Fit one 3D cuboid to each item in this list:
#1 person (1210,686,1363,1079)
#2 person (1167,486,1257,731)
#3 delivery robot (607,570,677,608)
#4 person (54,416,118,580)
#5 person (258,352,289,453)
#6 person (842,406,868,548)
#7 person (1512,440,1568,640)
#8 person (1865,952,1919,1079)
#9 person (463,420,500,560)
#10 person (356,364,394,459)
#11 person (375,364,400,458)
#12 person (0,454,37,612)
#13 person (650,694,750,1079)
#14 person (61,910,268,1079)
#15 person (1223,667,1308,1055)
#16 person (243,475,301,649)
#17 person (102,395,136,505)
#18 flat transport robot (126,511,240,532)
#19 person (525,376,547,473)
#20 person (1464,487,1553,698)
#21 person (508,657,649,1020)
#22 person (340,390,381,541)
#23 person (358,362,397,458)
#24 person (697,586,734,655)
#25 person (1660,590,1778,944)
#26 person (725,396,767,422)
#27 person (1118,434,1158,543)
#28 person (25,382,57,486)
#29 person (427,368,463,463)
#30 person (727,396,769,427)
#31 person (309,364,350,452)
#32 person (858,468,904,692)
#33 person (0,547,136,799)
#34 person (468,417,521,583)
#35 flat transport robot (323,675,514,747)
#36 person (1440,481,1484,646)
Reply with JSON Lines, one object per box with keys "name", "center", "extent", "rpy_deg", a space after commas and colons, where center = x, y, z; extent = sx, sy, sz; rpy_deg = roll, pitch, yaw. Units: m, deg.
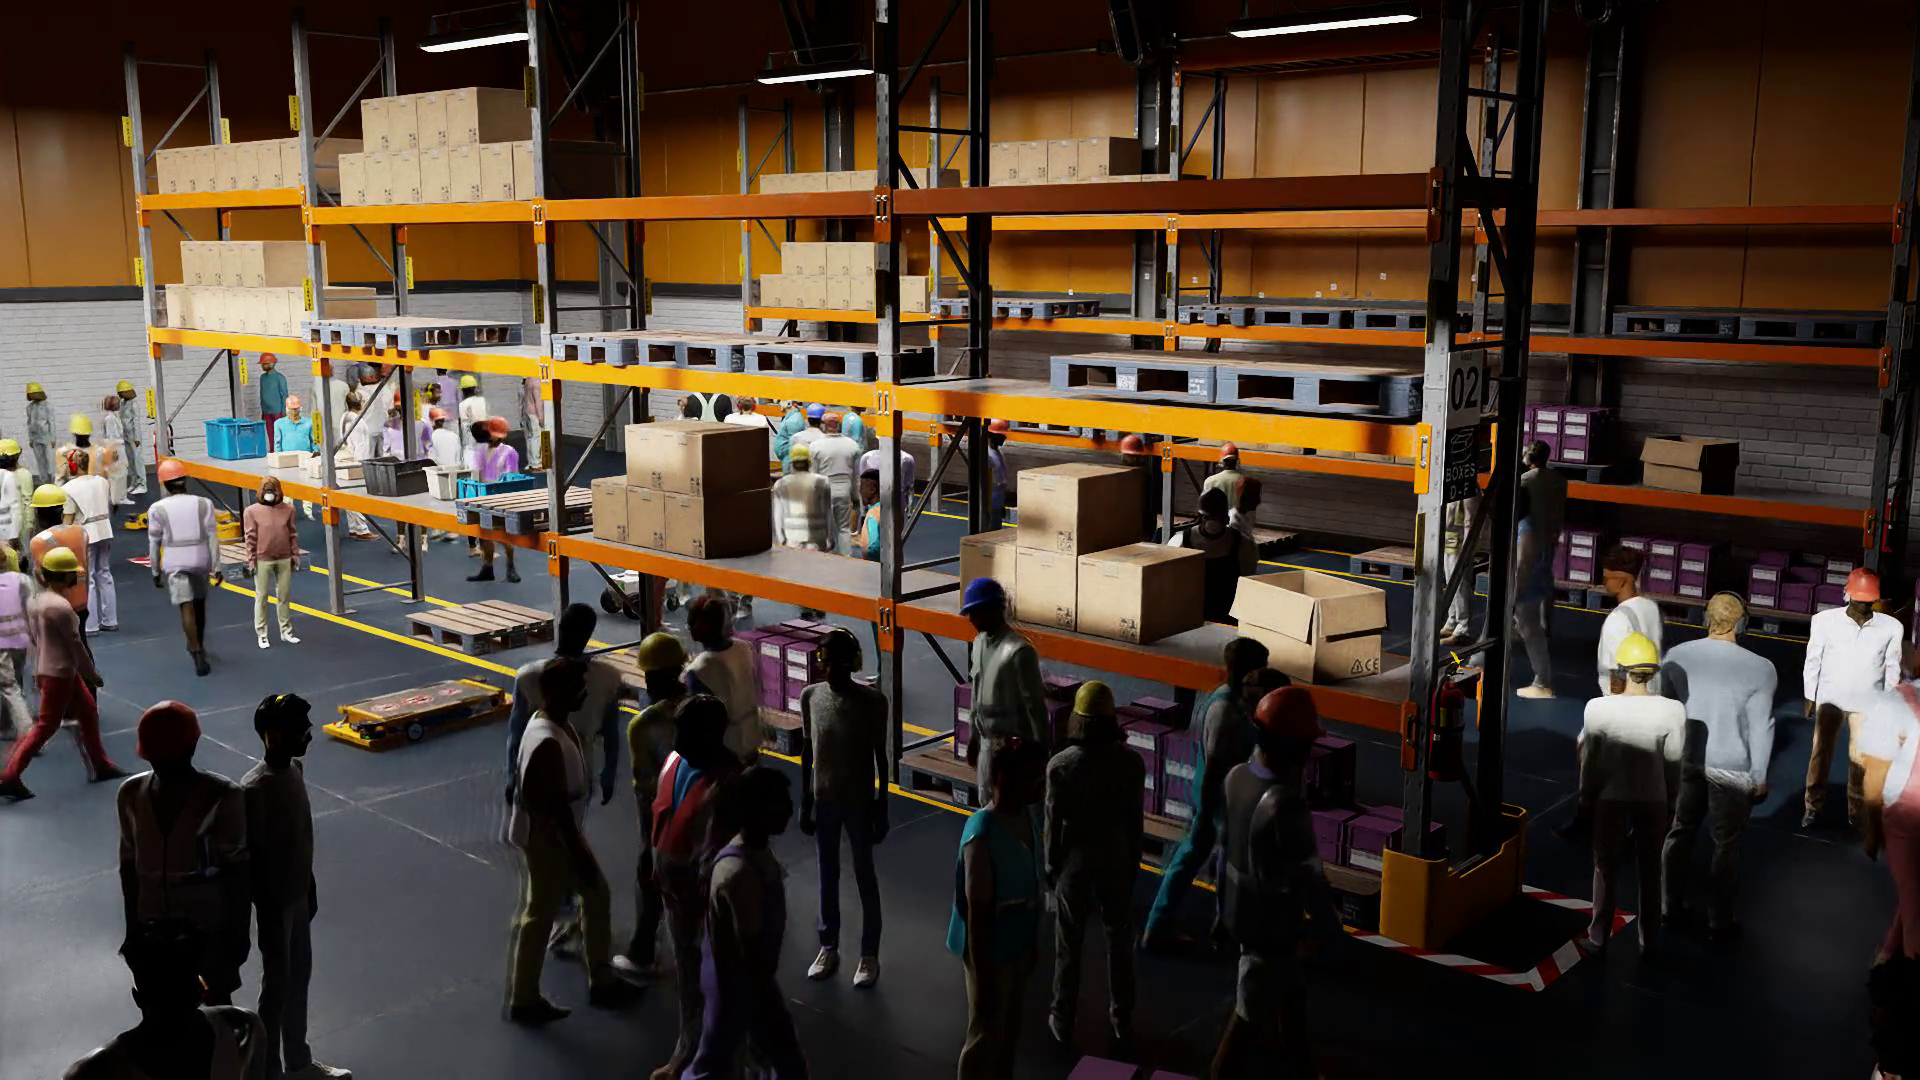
{"name": "person", "center": [1.397, 1.582, 6.839], "extent": [0.951, 1.999, 0.619], "rpy_deg": [-2, 10, -9]}
{"name": "person", "center": [1.853, 0.593, 12.341], "extent": [0.684, 2.000, 0.536], "rpy_deg": [1, 10, 6]}
{"name": "delivery robot", "center": [-3.269, 0.441, 17.130], "extent": [0.707, 0.478, 0.477], "rpy_deg": [-10, 14, -43]}
{"name": "person", "center": [-9.910, -0.469, 18.855], "extent": [0.609, 1.870, 1.019], "rpy_deg": [-2, 10, -10]}
{"name": "person", "center": [-11.656, -2.193, 28.224], "extent": [0.617, 1.990, 0.393], "rpy_deg": [6, 12, 30]}
{"name": "person", "center": [-1.294, -0.924, 20.904], "extent": [0.394, 2.044, 0.609], "rpy_deg": [-3, 10, -16]}
{"name": "person", "center": [5.520, 0.003, 15.974], "extent": [0.639, 1.934, 0.359], "rpy_deg": [-4, 11, -23]}
{"name": "person", "center": [2.531, 2.036, 4.435], "extent": [0.380, 1.958, 0.598], "rpy_deg": [2, 10, 12]}
{"name": "person", "center": [-5.790, -0.604, 20.098], "extent": [0.531, 1.688, 0.322], "rpy_deg": [8, 13, 39]}
{"name": "person", "center": [-8.824, -1.618, 24.841], "extent": [0.536, 2.000, 0.675], "rpy_deg": [7, 12, 34]}
{"name": "person", "center": [-10.186, -2.286, 29.579], "extent": [0.626, 1.695, 0.401], "rpy_deg": [4, 11, 21]}
{"name": "person", "center": [-9.765, -0.045, 16.954], "extent": [0.687, 1.678, 0.537], "rpy_deg": [-7, 12, -36]}
{"name": "person", "center": [-1.137, 1.577, 7.335], "extent": [0.627, 1.845, 0.429], "rpy_deg": [10, 14, 44]}
{"name": "person", "center": [-2.193, 1.982, 4.699], "extent": [0.363, 1.961, 0.612], "rpy_deg": [7, 12, 35]}
{"name": "person", "center": [1.458, 1.495, 7.821], "extent": [0.341, 1.840, 0.504], "rpy_deg": [4, 11, 20]}
{"name": "person", "center": [-6.493, 0.196, 15.731], "extent": [0.498, 1.633, 0.283], "rpy_deg": [-10, 14, -44]}
{"name": "person", "center": [-12.269, -1.292, 24.164], "extent": [0.359, 1.628, 0.529], "rpy_deg": [-4, 11, -20]}
{"name": "flat transport robot", "center": [-10.321, -0.270, 22.218], "extent": [1.431, 0.197, 0.652], "rpy_deg": [3, 10, 15]}
{"name": "person", "center": [-7.083, -2.087, 27.827], "extent": [0.378, 1.931, 0.624], "rpy_deg": [-5, 11, -27]}
{"name": "person", "center": [4.547, 0.446, 13.863], "extent": [0.952, 1.790, 0.651], "rpy_deg": [0, 10, 3]}
{"name": "person", "center": [-1.857, 1.459, 8.090], "extent": [0.801, 1.813, 0.573], "rpy_deg": [-1, 10, -6]}
{"name": "person", "center": [-7.733, -0.952, 21.363], "extent": [0.362, 1.938, 0.636], "rpy_deg": [-7, 12, -35]}
{"name": "person", "center": [-9.490, -1.986, 27.158], "extent": [0.613, 1.951, 0.410], "rpy_deg": [-6, 11, -29]}
{"name": "person", "center": [-2.225, 0.148, 15.209], "extent": [0.417, 1.919, 0.607], "rpy_deg": [1, 10, 8]}
{"name": "person", "center": [4.103, 1.229, 9.073], "extent": [0.368, 1.932, 0.623], "rpy_deg": [-8, 13, -37]}
{"name": "person", "center": [-2.828, -1.043, 22.096], "extent": [0.588, 1.872, 0.380], "rpy_deg": [0, 10, -1]}
{"name": "person", "center": [1.632, -0.077, 16.358], "extent": [0.611, 1.972, 0.868], "rpy_deg": [-1, 10, -4]}
{"name": "person", "center": [-13.904, -1.524, 25.181], "extent": [0.491, 1.734, 0.343], "rpy_deg": [2, 10, 14]}
{"name": "person", "center": [-8.480, -2.022, 27.390], "extent": [0.614, 1.943, 0.409], "rpy_deg": [-9, 13, -40]}
{"name": "person", "center": [-2.791, -0.992, 21.897], "extent": [0.562, 1.836, 0.388], "rpy_deg": [1, 10, 4]}
{"name": "person", "center": [-10.335, -1.984, 27.392], "extent": [0.670, 1.875, 0.749], "rpy_deg": [-3, 10, -14]}
{"name": "person", "center": [-0.668, 0.341, 14.154], "extent": [0.394, 1.910, 0.584], "rpy_deg": [1, 10, 6]}
{"name": "person", "center": [-6.257, 0.911, 11.464], "extent": [0.882, 1.732, 0.507], "rpy_deg": [-7, 12, -35]}
{"name": "person", "center": [-5.243, -0.445, 18.665], "extent": [0.687, 1.896, 0.358], "rpy_deg": [5, 11, 26]}
{"name": "flat transport robot", "center": [-4.208, 1.336, 13.140], "extent": [0.652, 0.197, 1.431], "rpy_deg": [8, 13, 38]}
{"name": "person", "center": [4.719, 0.083, 15.786], "extent": [0.429, 1.842, 0.634], "rpy_deg": [0, 10, 3]}
